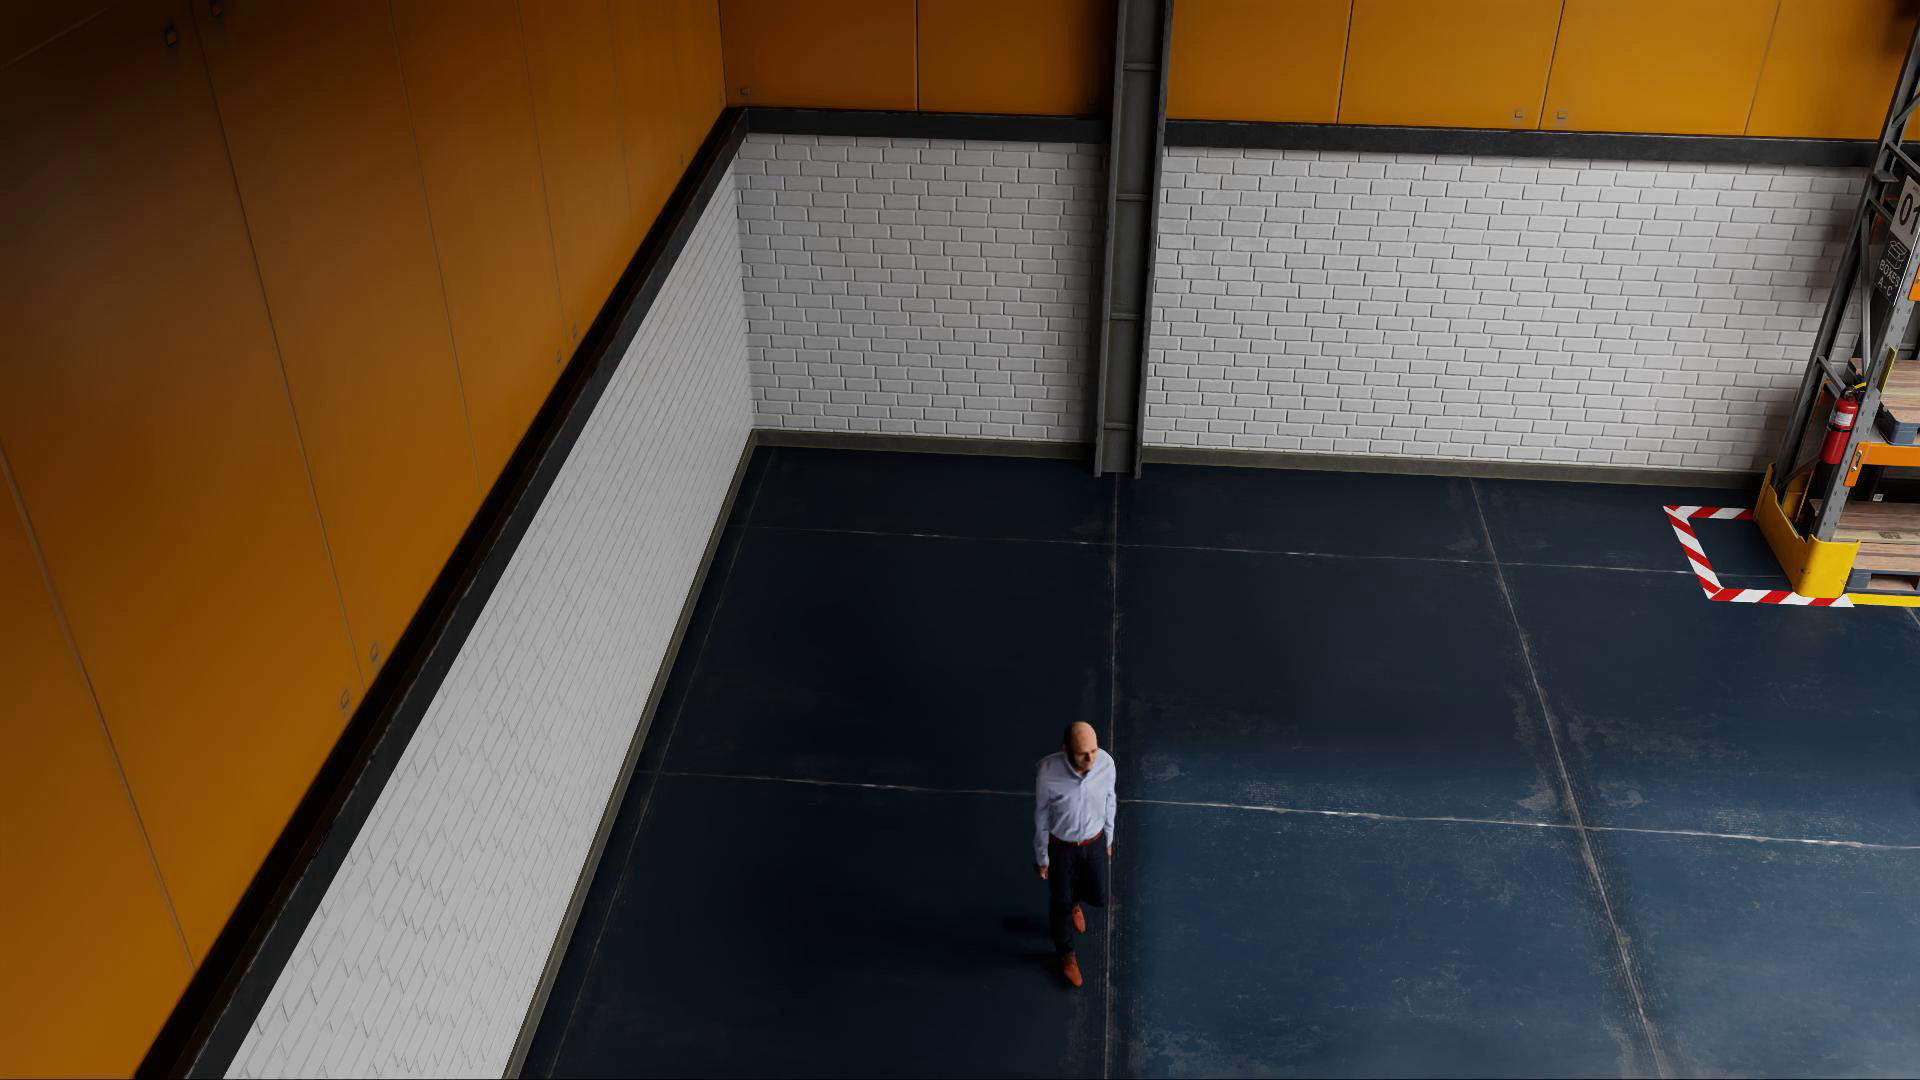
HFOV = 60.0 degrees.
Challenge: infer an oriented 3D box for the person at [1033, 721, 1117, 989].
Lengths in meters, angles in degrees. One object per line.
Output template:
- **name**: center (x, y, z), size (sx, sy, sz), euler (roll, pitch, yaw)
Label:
- **person**: center (0.596, 1.657, 9.268), size (0.857, 1.779, 0.848), euler (-8, 35, -12)
